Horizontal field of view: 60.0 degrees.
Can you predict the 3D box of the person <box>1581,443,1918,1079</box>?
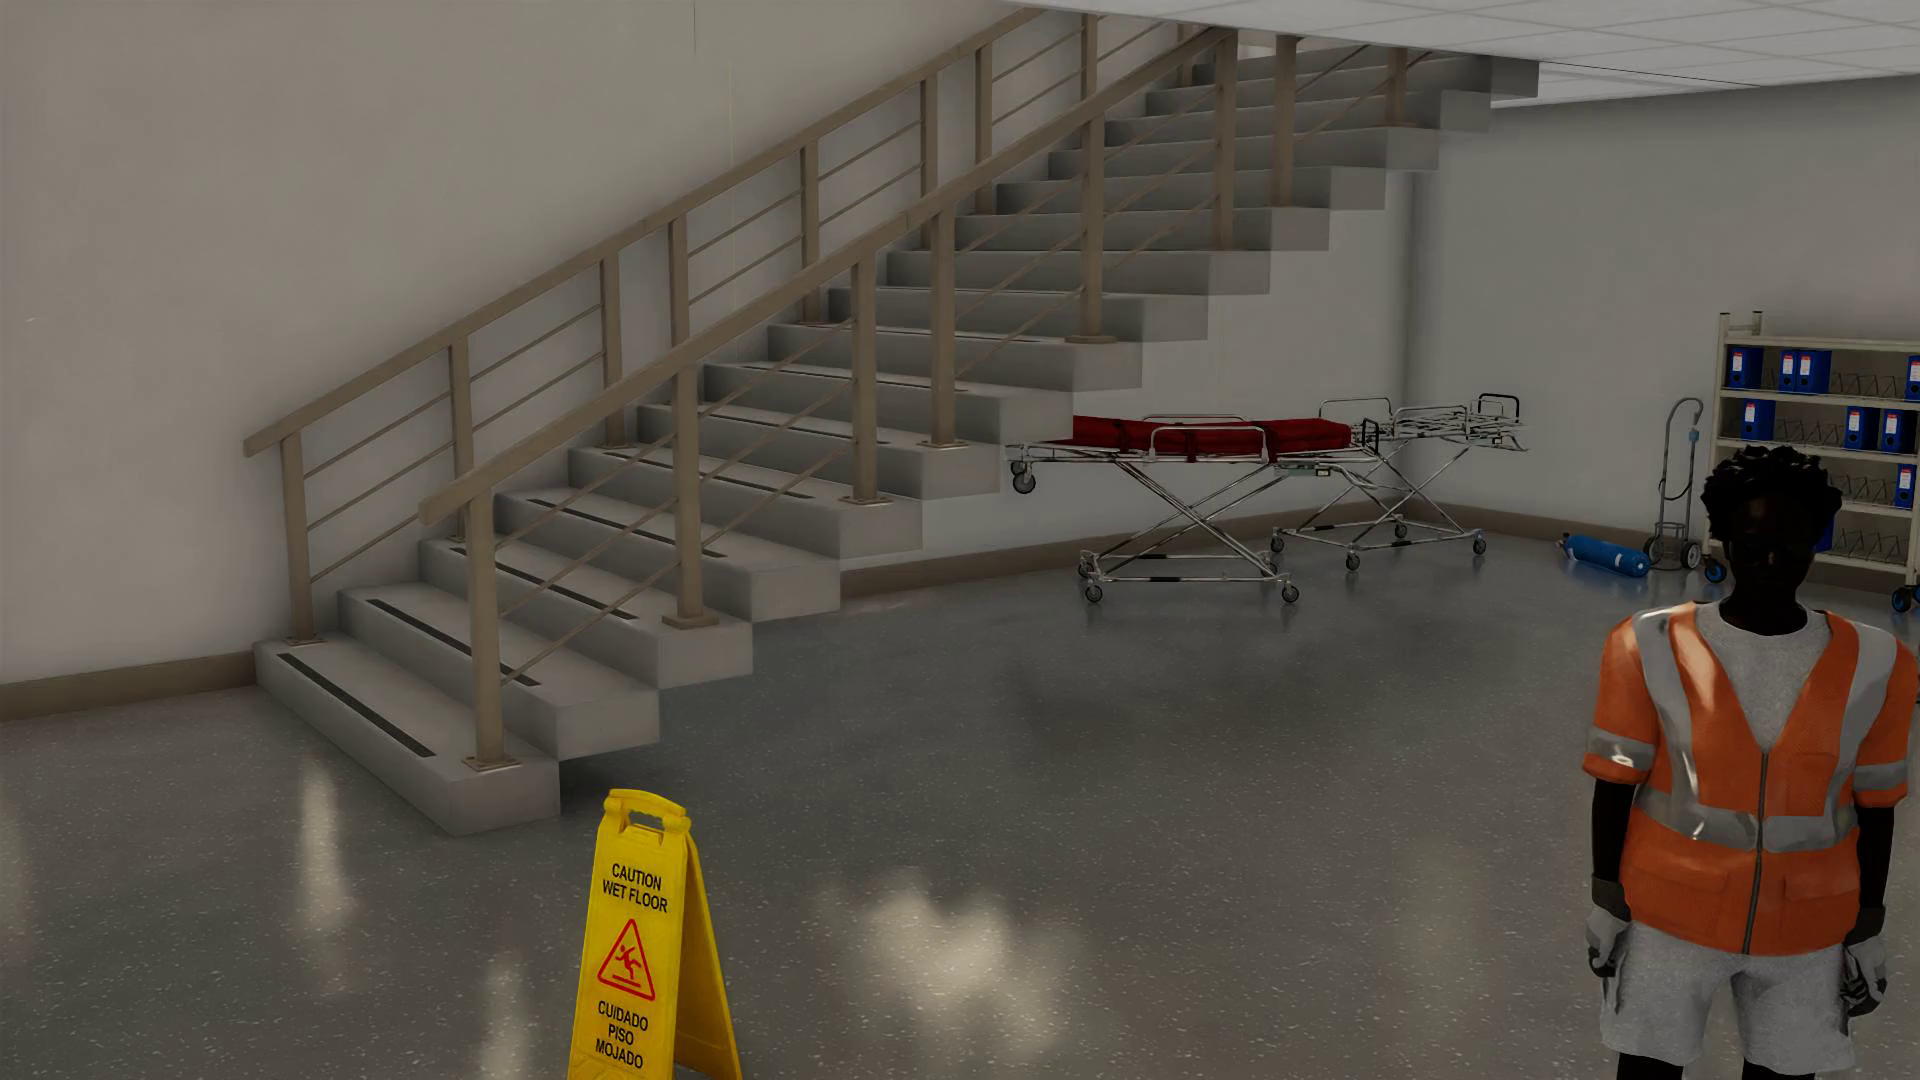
[{"bbox_3d":[1.374,0.674,2.956,0.535,1.697,0.318,2,10,14],"label":"person"}]
